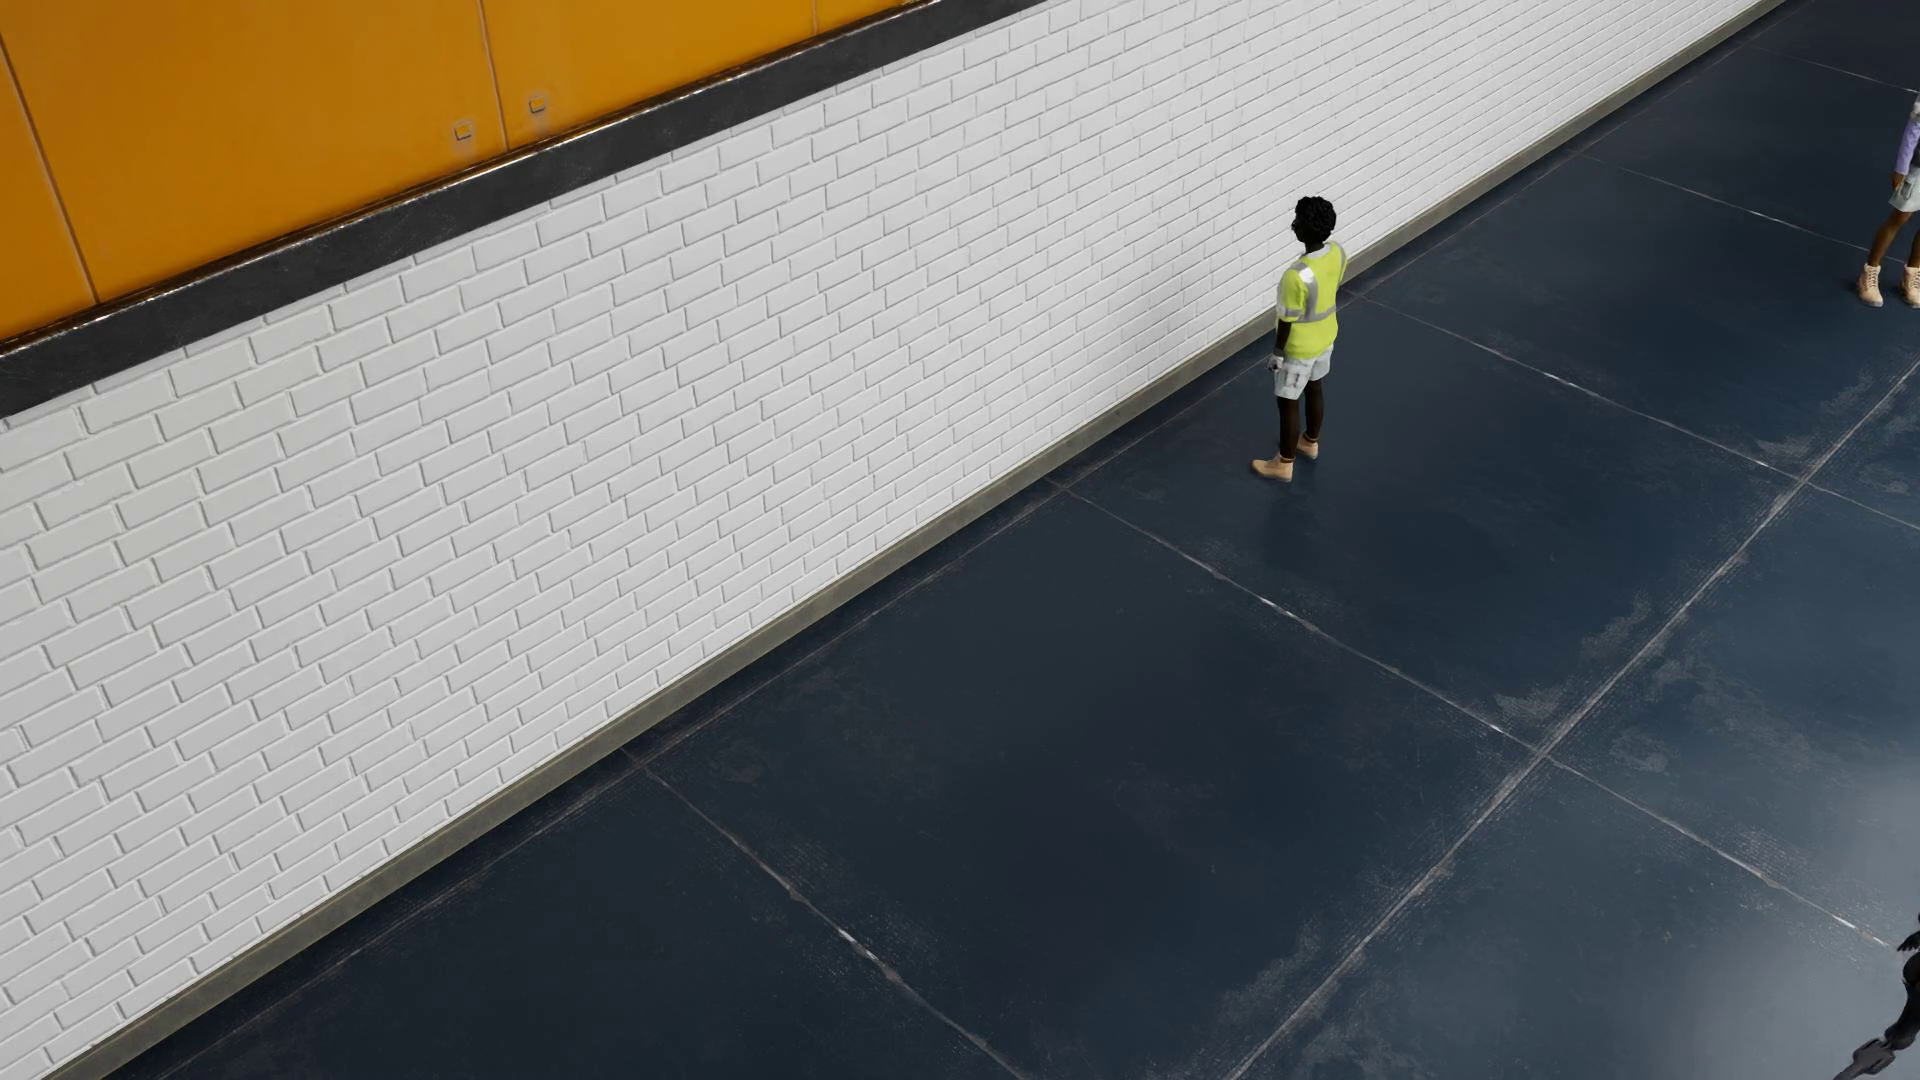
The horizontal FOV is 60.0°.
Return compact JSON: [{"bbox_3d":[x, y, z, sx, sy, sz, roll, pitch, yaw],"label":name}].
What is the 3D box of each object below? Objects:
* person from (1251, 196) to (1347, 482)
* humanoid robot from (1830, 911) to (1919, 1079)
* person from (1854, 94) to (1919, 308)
[{"bbox_3d":[1.887,-1.103,9.161,0.322,1.691,0.531,28,46,30],"label":"person"},{"bbox_3d":[3.512,1.579,5.837,0.671,1.631,0.609,-13,41,-16],"label":"humanoid robot"},{"bbox_3d":[6.230,-2.393,10.505,0.601,2.035,0.410,0,39,0],"label":"person"}]
